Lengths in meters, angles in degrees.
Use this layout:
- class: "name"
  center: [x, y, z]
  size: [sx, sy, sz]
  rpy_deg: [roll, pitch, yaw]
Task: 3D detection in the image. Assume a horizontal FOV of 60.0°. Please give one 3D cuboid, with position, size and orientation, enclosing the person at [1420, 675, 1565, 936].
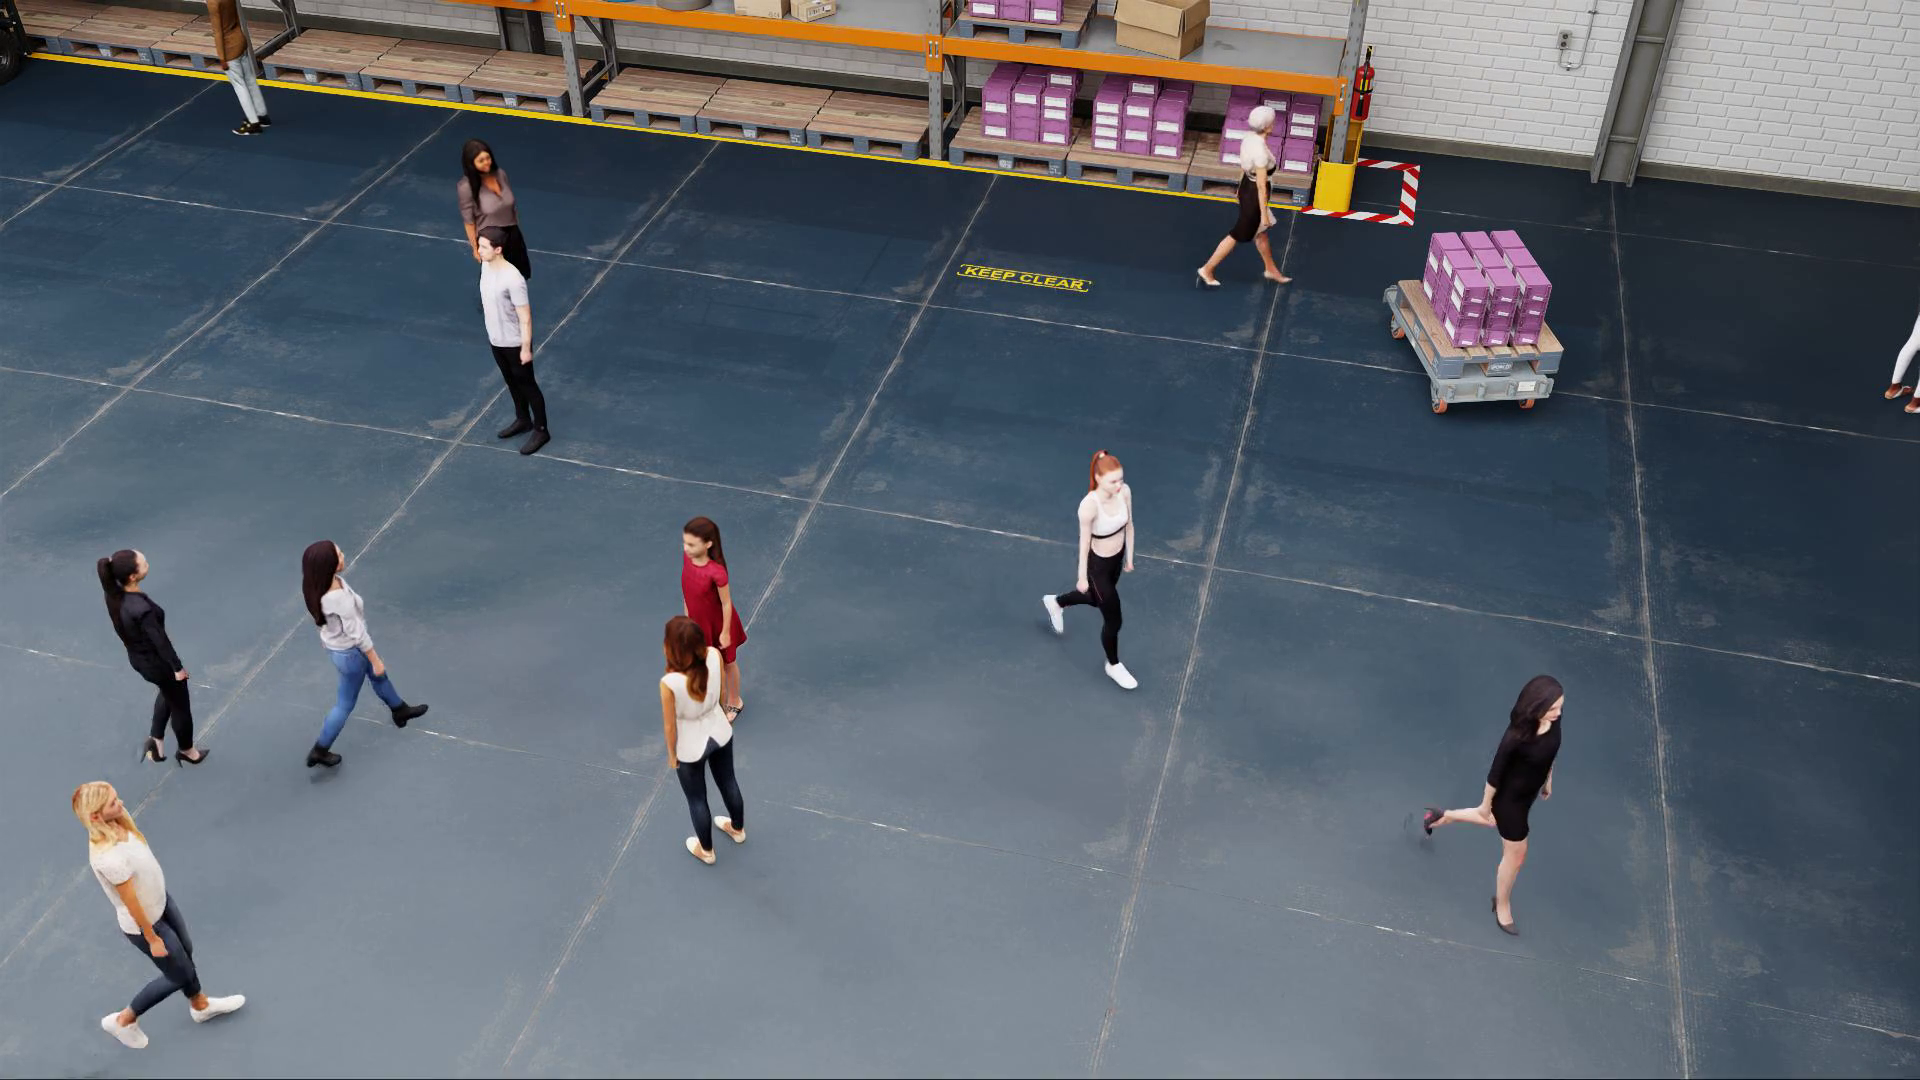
- class: "person"
  center: [2.958, 1.353, 9.087]
  size: [0.972, 1.770, 1.124]
  rpy_deg: [-26, 45, -29]

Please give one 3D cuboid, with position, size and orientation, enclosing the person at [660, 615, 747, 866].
- class: "person"
  center: [-1.442, 1.127, 9.359]
  size: [0.664, 1.783, 0.689]
  rpy_deg: [-29, 47, -31]

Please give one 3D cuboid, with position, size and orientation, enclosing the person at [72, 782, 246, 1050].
- class: "person"
  center: [-4.173, 1.921, 8.353]
  size: [0.998, 1.798, 0.909]
  rpy_deg: [-16, 41, -19]

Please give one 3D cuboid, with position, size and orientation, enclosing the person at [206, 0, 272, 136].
- class: "person"
  center: [-7.465, -5.072, 17.094]
  size: [0.606, 1.816, 0.669]
  rpy_deg: [3, 39, 4]

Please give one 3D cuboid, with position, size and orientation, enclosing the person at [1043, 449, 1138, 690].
- class: "person"
  center: [0.860, 0.130, 10.661]
  size: [0.970, 1.716, 1.173]
  rpy_deg: [-30, 47, -32]

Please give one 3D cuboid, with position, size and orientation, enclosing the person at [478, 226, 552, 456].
- class: "person"
  center: [-3.403, -1.536, 12.630]
  size: [0.676, 1.863, 0.806]
  rpy_deg: [32, 48, 34]

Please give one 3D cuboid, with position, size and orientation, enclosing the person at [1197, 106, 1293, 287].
- class: "person"
  center: [2.451, -2.923, 14.488]
  size: [1.173, 1.710, 0.846]
  rpy_deg: [-1, 39, -2]

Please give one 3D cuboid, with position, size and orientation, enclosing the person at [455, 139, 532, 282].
- class: "person"
  center: [-3.924, -2.510, 13.881]
  size: [0.921, 1.824, 0.819]
  rpy_deg: [26, 45, 29]

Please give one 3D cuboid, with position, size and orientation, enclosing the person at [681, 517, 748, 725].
- class: "person"
  center: [-1.552, 0.477, 10.357]
  size: [0.643, 1.553, 0.704]
  rpy_deg: [26, 45, 29]

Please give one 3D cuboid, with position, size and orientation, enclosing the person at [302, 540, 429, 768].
- class: "person"
  center: [-3.762, 0.717, 10.022]
  size: [1.046, 1.596, 1.097]
  rpy_deg: [-29, 47, -32]

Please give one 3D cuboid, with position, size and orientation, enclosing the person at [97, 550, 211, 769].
- class: "person"
  center: [-4.838, 0.776, 9.869]
  size: [0.730, 1.696, 0.790]
  rpy_deg: [25, 45, 28]
